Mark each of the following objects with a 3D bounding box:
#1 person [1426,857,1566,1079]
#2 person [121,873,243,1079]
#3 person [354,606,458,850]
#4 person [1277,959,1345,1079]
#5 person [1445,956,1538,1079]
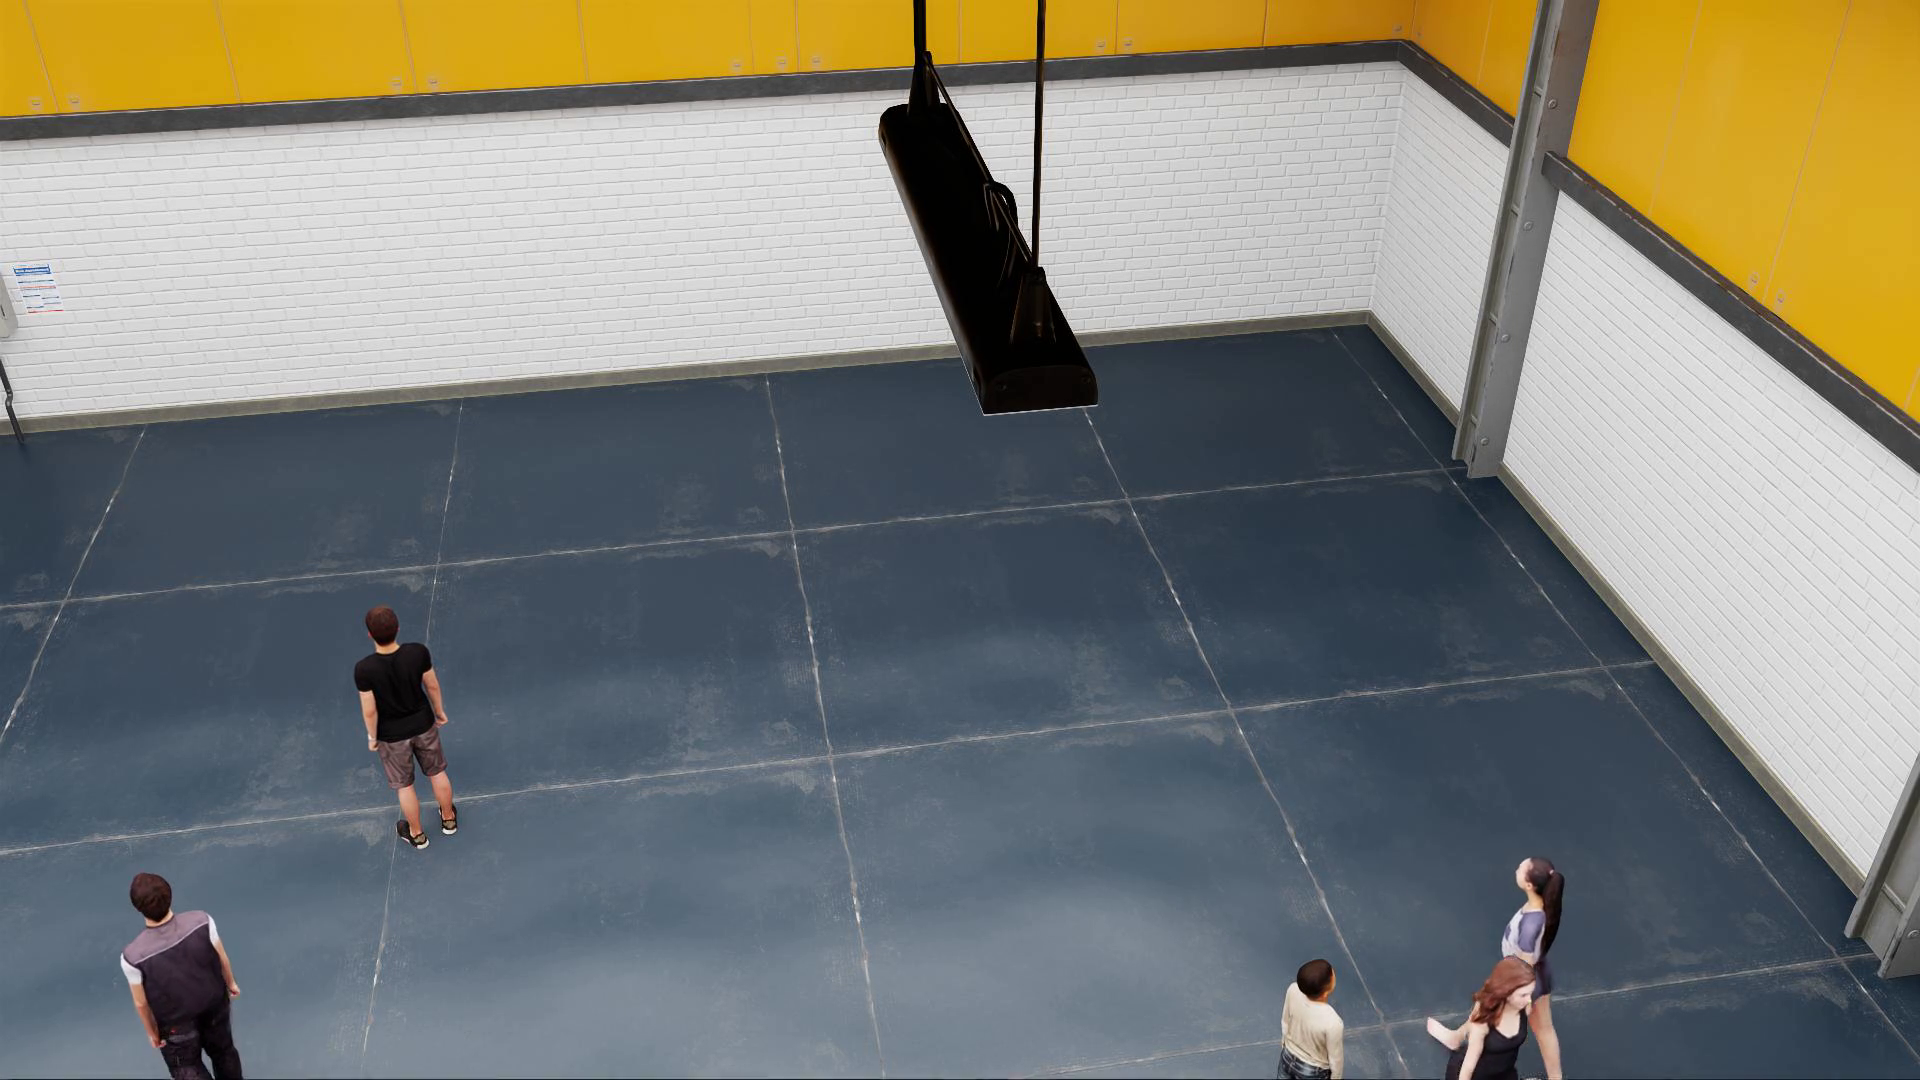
[{"bbox_3d":[3.197,2.462,9.180,1.120,1.601,1.008,25,41,32],"label":"person"},{"bbox_3d":[-4.054,2.532,8.862,0.895,1.836,0.995,-26,42,-34],"label":"person"},{"bbox_3d":[-3.611,1.217,10.819,0.769,1.861,0.743,-22,40,-30],"label":"person"},{"bbox_3d":[1.837,2.769,8.841,0.685,1.465,0.589,-25,41,-32],"label":"person"},{"bbox_3d":[2.645,2.732,8.671,0.793,1.714,0.984,-15,36,-21],"label":"person"}]
